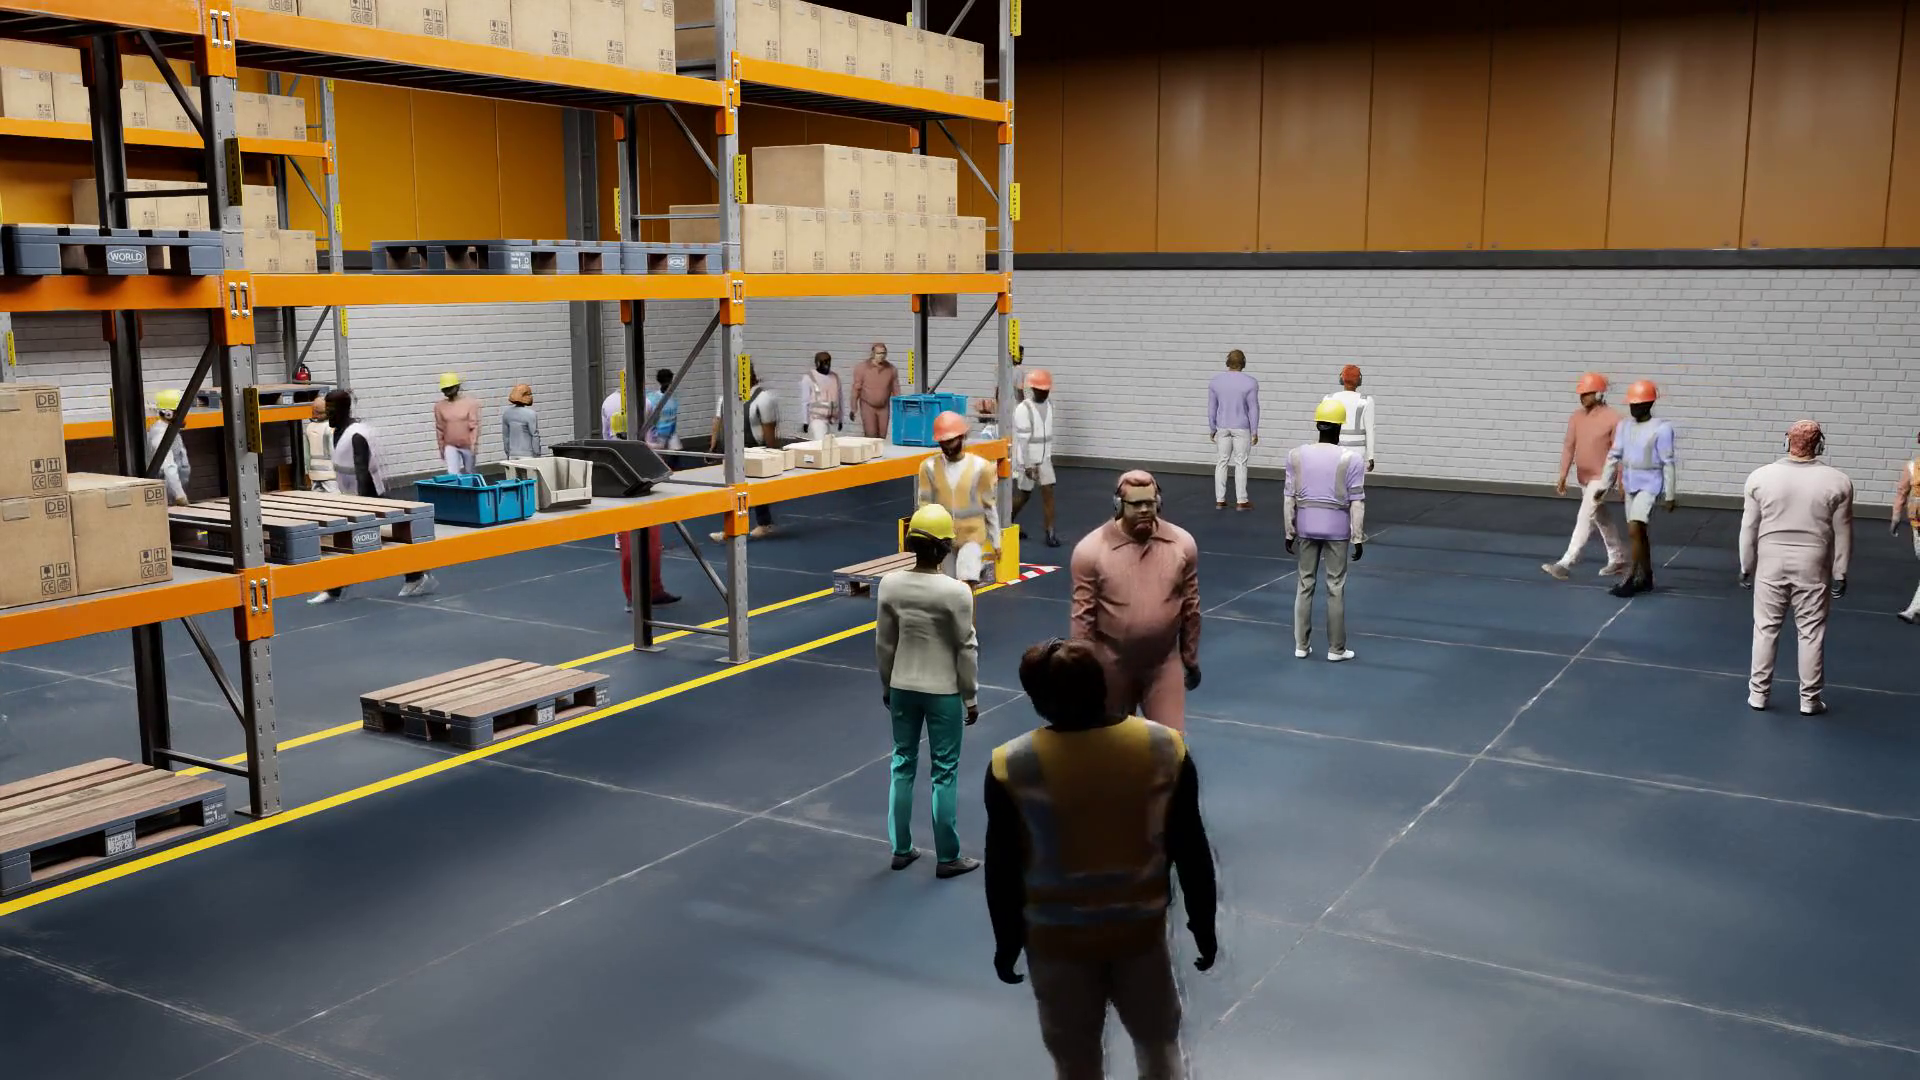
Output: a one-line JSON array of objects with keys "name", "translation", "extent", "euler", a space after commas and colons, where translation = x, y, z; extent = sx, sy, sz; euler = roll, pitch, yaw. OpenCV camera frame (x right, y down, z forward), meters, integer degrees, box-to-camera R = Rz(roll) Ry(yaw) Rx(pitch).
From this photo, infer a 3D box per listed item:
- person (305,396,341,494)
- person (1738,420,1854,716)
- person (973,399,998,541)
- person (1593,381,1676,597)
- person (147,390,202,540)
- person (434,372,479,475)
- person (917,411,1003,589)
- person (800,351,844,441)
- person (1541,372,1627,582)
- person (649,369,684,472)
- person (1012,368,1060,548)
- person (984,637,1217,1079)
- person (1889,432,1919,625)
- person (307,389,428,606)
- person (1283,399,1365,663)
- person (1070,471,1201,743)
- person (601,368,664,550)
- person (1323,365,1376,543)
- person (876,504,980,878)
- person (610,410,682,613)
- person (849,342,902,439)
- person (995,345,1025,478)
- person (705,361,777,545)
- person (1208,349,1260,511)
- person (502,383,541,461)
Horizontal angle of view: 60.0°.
[{"name": "person", "translation": [-6.227, -0.593, 16.375], "extent": [0.525, 1.636, 0.307], "euler": [5, 11, 30]}, {"name": "person", "translation": [5.384, 0.177, 10.735], "extent": [0.655, 1.906, 0.407], "euler": [5, 11, 30]}, {"name": "person", "translation": [0.254, -0.576, 16.299], "extent": [0.549, 1.614, 0.531], "euler": [2, 9, 13]}, {"name": "person", "translation": [5.916, -0.445, 14.635], "extent": [0.832, 1.902, 0.571], "euler": [-4, 10, -23]}, {"name": "person", "translation": [-7.103, -0.465, 15.101], "extent": [0.863, 1.786, 0.596], "euler": [-3, 9, -16]}, {"name": "person", "translation": [-5.798, -1.096, 19.257], "extent": [0.520, 1.716, 0.895], "euler": [-1, 9, -6]}, {"name": "person", "translation": [0.000, -0.018, 12.104], "extent": [0.605, 1.873, 1.024], "euler": [2, 9, 11]}, {"name": "person", "translation": [-1.862, -1.631, 22.306], "extent": [0.631, 1.819, 0.804], "euler": [-7, 12, -38]}, {"name": "person", "translation": [5.862, -0.588, 15.437], "extent": [1.056, 1.923, 0.610], "euler": [-3, 10, -20]}, {"name": "person", "translation": [-3.754, -1.318, 20.970], "extent": [0.542, 1.606, 0.558], "euler": [6, 11, 35]}, {"name": "person", "translation": [0.744, -0.876, 17.429], "extent": [0.553, 1.884, 0.829], "euler": [-6, 11, -35]}, {"name": "person", "translation": [0.404, 1.164, 4.929], "extent": [0.719, 1.805, 0.449], "euler": [-2, 9, -10]}, {"name": "person", "translation": [7.790, -0.106, 13.444], "extent": [0.818, 1.599, 0.520], "euler": [-4, 10, -24]}, {"name": "person", "translation": [-5.164, -0.386, 14.404], "extent": [0.975, 1.869, 0.645], "euler": [-8, 12, -40]}, {"name": "person", "translation": [2.672, -0.067, 12.191], "extent": [0.595, 1.925, 0.373], "euler": [5, 11, 30]}, {"name": "person", "translation": [0.882, 0.603, 8.119], "extent": [0.682, 1.885, 0.625], "euler": [-1, 9, -8]}, {"name": "person", "translation": [-3.335, -0.830, 17.023], "extent": [0.655, 1.904, 0.407], "euler": [5, 11, 30]}, {"name": "person", "translation": [4.096, -0.907, 17.569], "extent": [0.587, 1.883, 0.341], "euler": [5, 11, 30]}, {"name": "person", "translation": [-0.141, 0.708, 7.865], "extent": [0.535, 1.766, 0.321], "euler": [5, 11, 30]}, {"name": "person", "translation": [-2.648, -0.249, 13.987], "extent": [0.734, 1.715, 0.357], "euler": [-7, 12, -38]}, {"name": "person", "translation": [-1.159, -1.831, 23.367], "extent": [0.721, 1.873, 0.763], "euler": [-3, 10, -21]}, {"name": "person", "translation": [0.691, -1.776, 23.163], "extent": [0.411, 1.843, 0.591], "euler": [-9, 13, -44]}, {"name": "person", "translation": [-2.299, -0.990, 17.602], "extent": [0.691, 2.000, 1.084], "euler": [7, 12, 38]}, {"name": "person", "translation": [3.289, -1.319, 19.975], "extent": [0.638, 1.937, 0.356], "euler": [5, 11, 30]}, {"name": "person", "translation": [-4.831, -0.916, 18.408], "extent": [0.509, 1.631, 0.265], "euler": [5, 11, 30]}]
